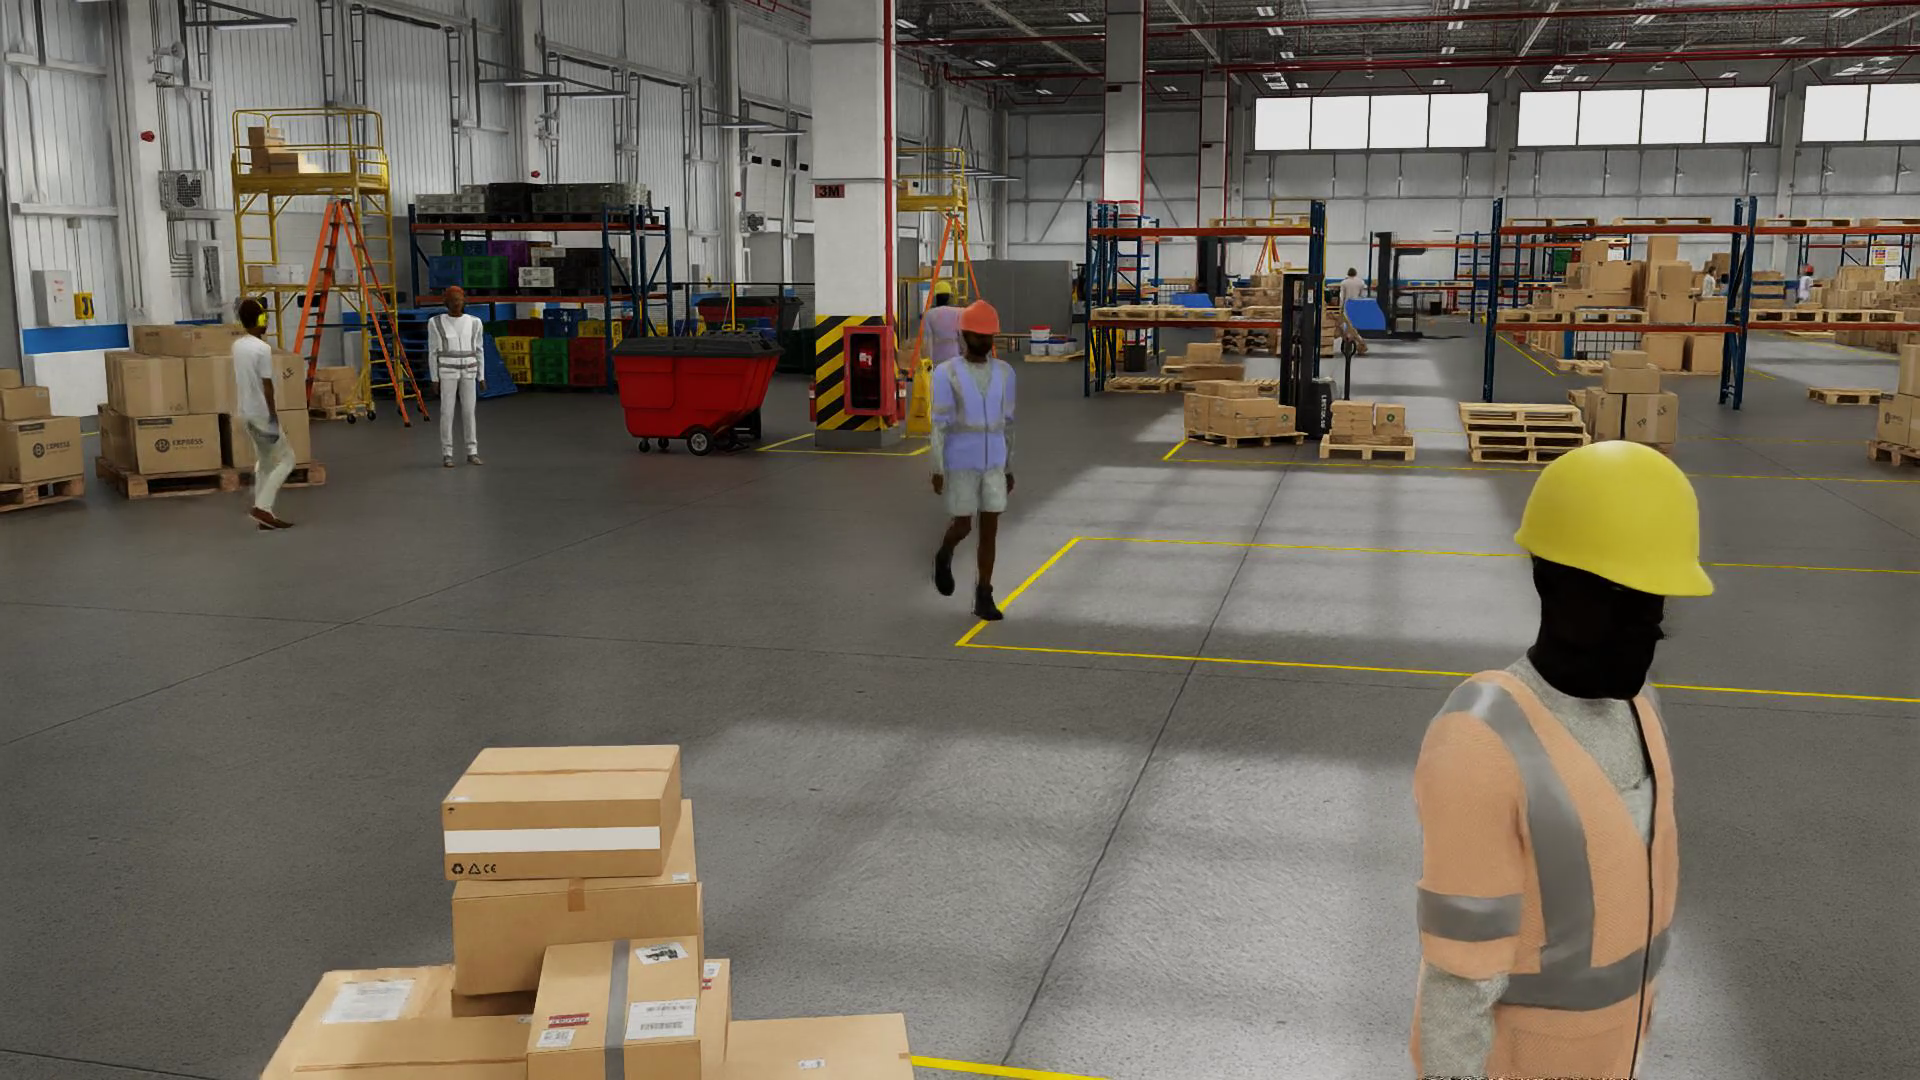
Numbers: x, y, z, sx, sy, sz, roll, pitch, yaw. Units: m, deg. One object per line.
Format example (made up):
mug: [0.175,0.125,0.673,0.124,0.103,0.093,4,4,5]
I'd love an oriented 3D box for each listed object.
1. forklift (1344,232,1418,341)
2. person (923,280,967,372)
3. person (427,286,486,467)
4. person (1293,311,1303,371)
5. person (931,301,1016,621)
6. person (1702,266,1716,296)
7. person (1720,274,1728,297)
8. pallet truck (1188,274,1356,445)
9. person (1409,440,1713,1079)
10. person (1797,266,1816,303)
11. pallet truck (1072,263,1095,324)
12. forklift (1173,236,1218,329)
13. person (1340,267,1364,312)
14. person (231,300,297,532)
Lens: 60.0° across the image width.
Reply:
forklift: [11.020,-6.619,43.377,1.873,2.768,1.129,2,10,14]
person: [-0.161,-2.292,20.799,0.594,1.903,0.798,-5,11,-25]
person: [-5.244,-1.703,17.362,0.584,1.882,0.349,-6,11,-32]
person: [6.620,-4.103,31.937,0.323,1.736,0.488,6,11,30]
person: [0.071,-0.489,10.103,0.559,1.922,0.646,-5,11,-25]
person: [22.863,-7.402,50.810,0.364,1.930,0.630,5,11,29]
person: [23.526,-7.354,51.246,0.542,1.674,0.559,2,10,9]
pallet truck: [3.653,-2.138,19.590,1.885,1.965,0.823,-4,10,-20]
person: [0.873,0.807,2.466,0.383,1.923,0.590,9,13,43]
person: [26.699,-7.634,52.236,0.941,1.892,0.576,-1,10,-5]
pallet truck: [4.325,-8.180,55.162,0.823,1.965,1.885,6,11,31]
forklift: [7.496,-7.833,50.522,1.873,2.768,1.129,-2,10,-11]
person: [10.569,-6.385,44.874,0.633,1.953,0.535,2,10,11]
person: [-5.500,-0.972,13.164,0.548,1.846,0.380,7,12,35]
